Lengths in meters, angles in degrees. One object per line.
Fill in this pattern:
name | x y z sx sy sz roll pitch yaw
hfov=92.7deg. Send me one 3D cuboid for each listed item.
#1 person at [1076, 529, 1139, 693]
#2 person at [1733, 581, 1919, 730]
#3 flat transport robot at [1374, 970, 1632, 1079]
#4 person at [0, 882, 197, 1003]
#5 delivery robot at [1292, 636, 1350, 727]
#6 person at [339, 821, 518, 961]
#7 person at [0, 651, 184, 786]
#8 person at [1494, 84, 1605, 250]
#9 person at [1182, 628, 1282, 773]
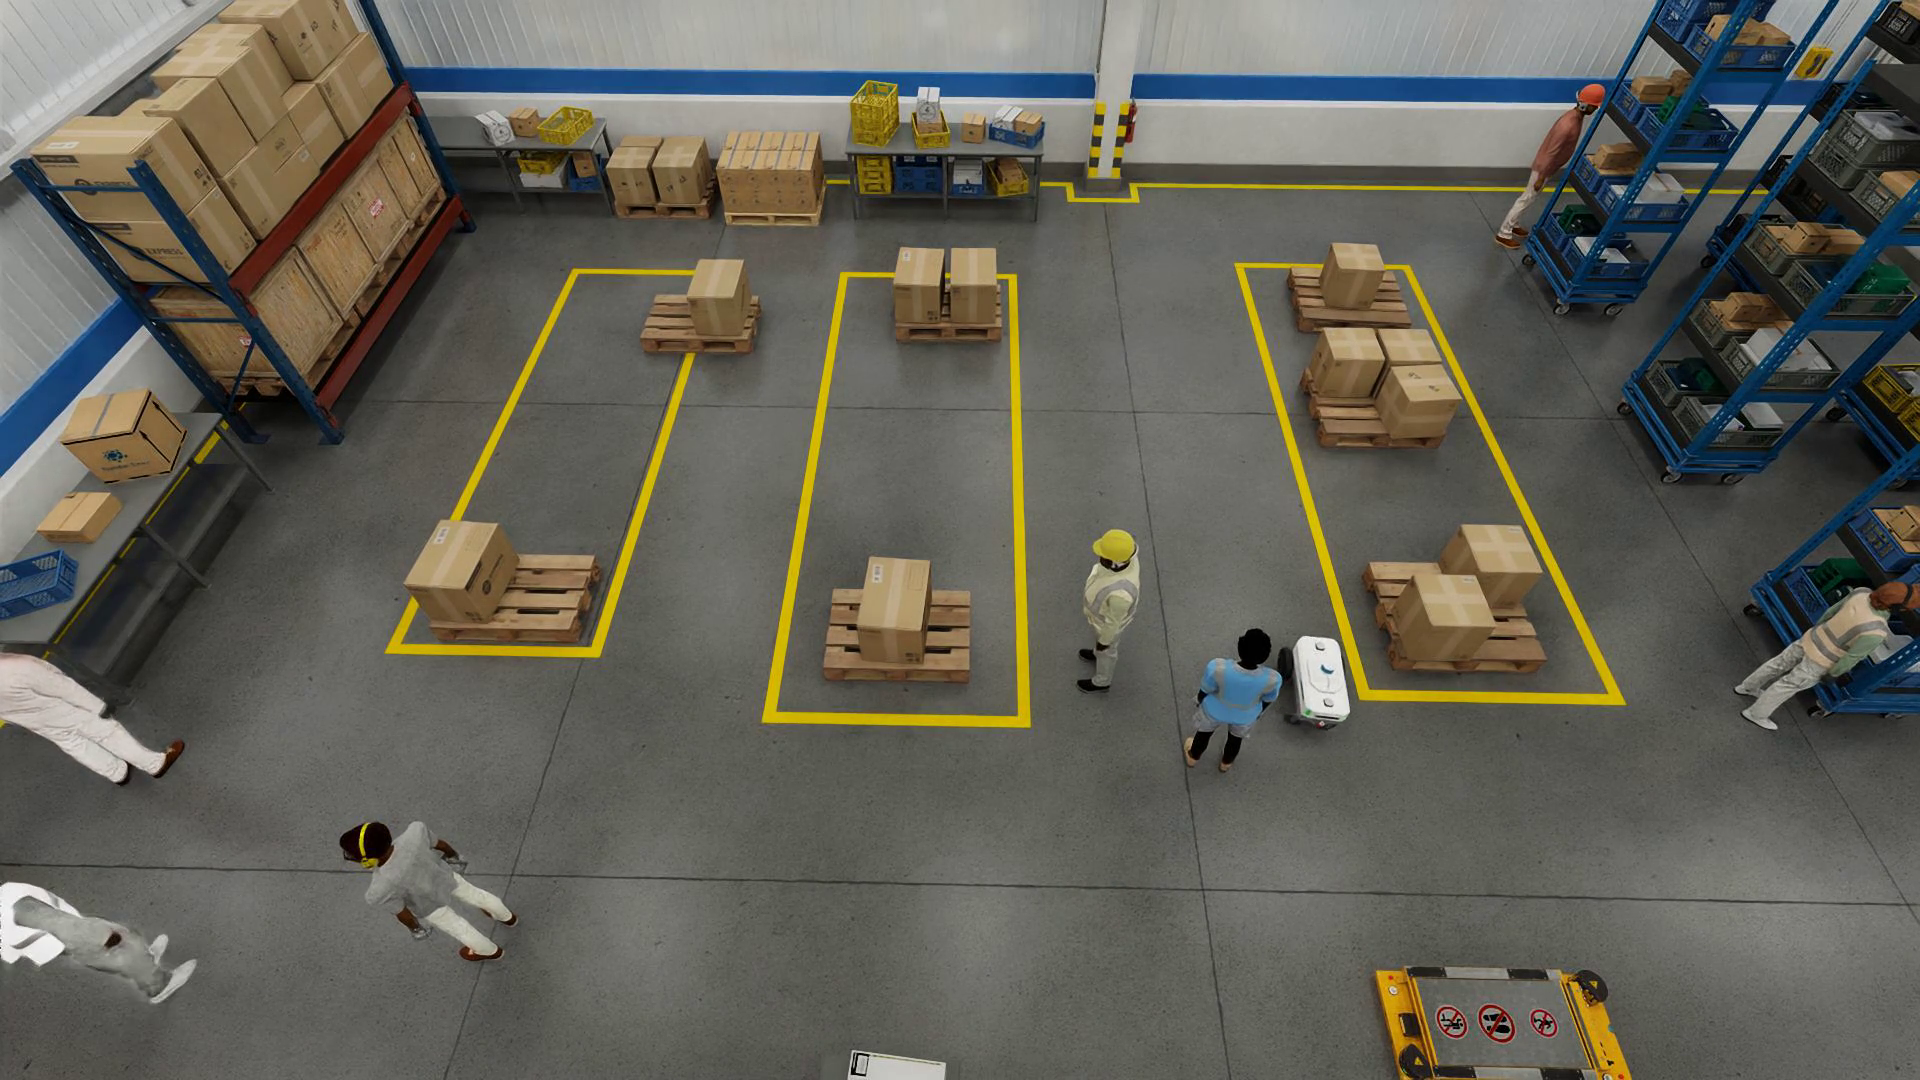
person | 1.130 0.543 7.032 0.403 1.824 0.593 6 51 5
person | 6.501 0.843 6.901 0.311 1.642 0.514 15 52 12
flat transport robot | 3.501 3.133 5.914 1.431 0.197 0.652 1 51 1
person | -5.451 2.343 5.511 0.607 1.921 0.415 1 51 1
delivery robot | 2.874 1.124 7.312 0.477 0.478 0.707 5 51 4
person | -3.265 2.178 5.672 0.317 1.864 0.531 8 51 7
person | -6.397 1.172 6.470 0.680 1.906 0.406 -5 51 -4
person | 7.102 -4.478 11.024 0.415 1.985 0.611 32 58 24
person | 1.940 1.190 6.586 0.532 1.693 0.319 9 51 8
